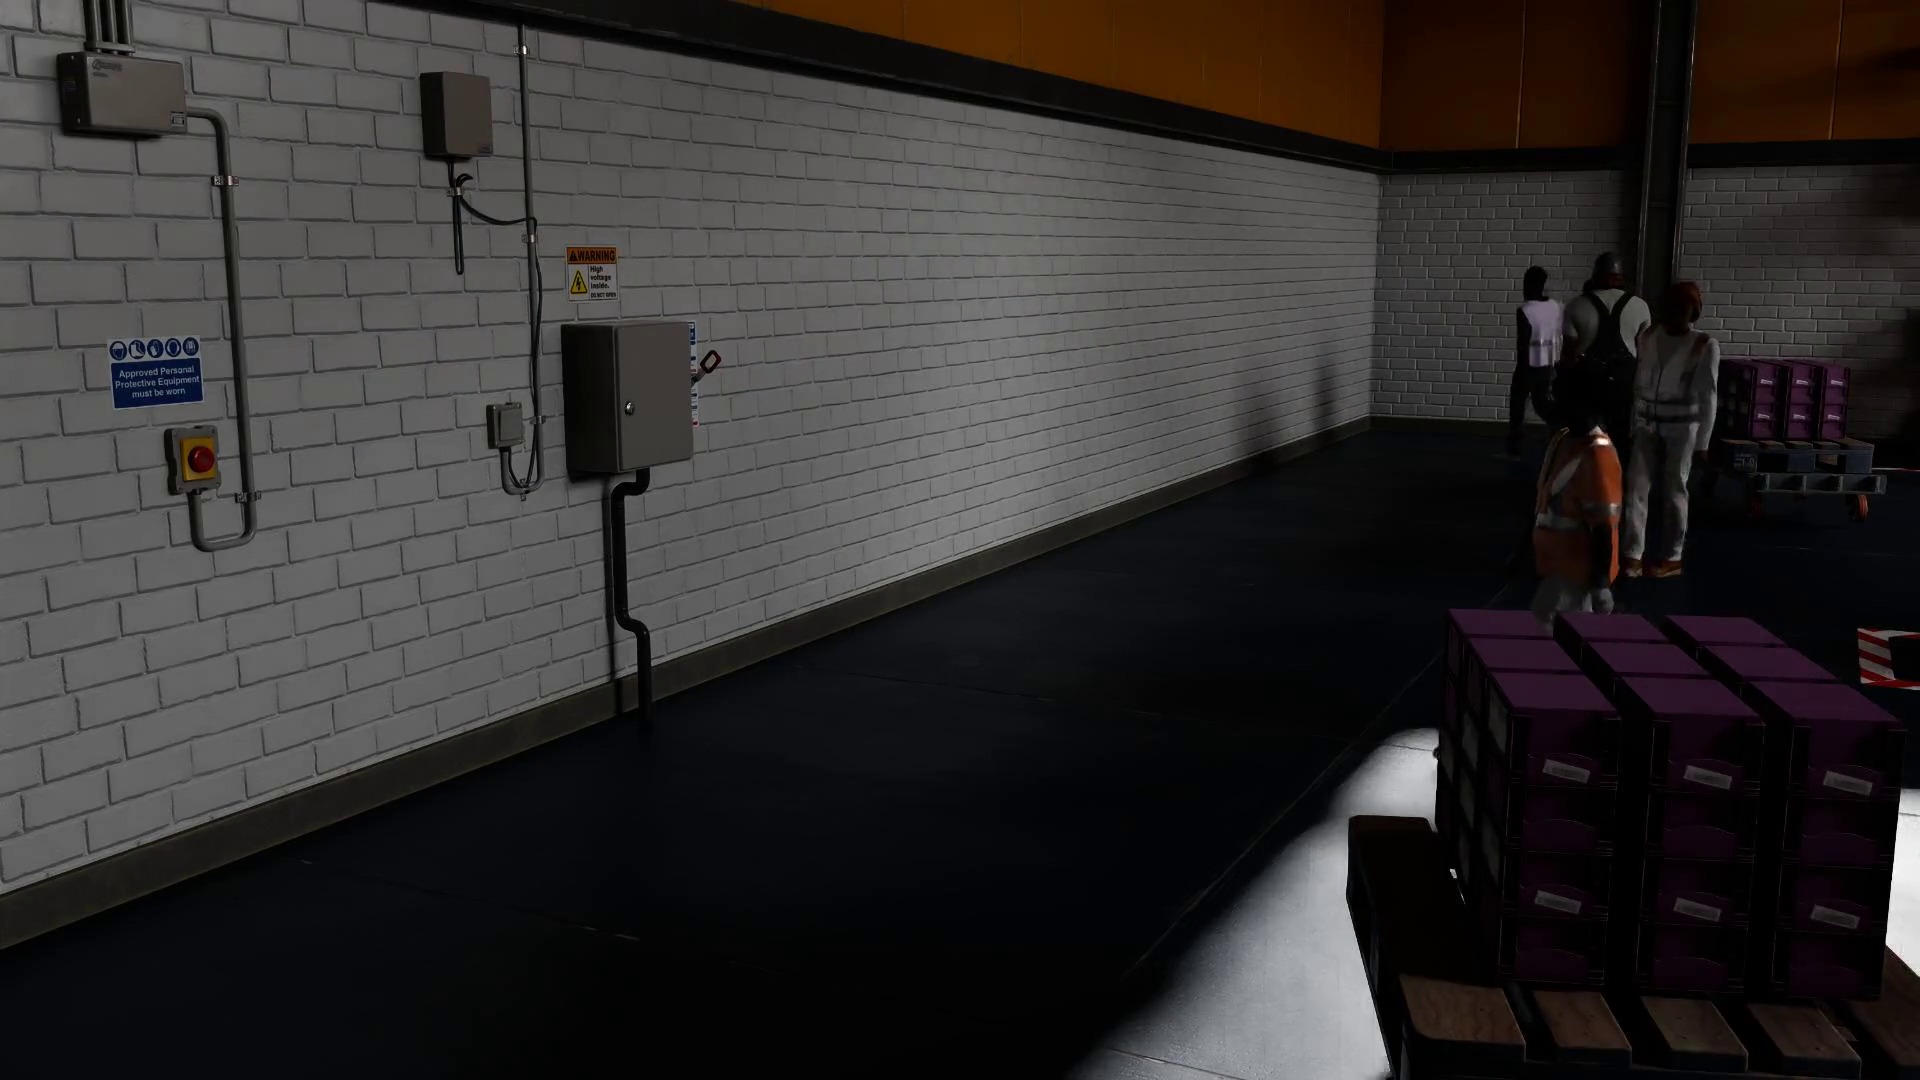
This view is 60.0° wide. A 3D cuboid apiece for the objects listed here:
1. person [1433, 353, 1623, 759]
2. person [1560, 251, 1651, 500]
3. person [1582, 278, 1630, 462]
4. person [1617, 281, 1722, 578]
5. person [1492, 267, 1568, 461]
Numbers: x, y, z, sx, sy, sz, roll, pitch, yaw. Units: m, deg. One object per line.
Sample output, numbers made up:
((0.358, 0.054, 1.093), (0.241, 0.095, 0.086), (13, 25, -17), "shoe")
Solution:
((2.327, 0.108, 6.400), (0.851, 1.647, 0.537), (2, 10, 11), "person")
((5.258, -1.345, 13.662), (0.688, 2.000, 0.536), (2, 10, 9), "person")
((5.428, -1.304, 14.063), (0.434, 1.822, 0.646), (-1, 10, -8), "person")
((4.321, -0.644, 10.151), (0.695, 1.846, 0.611), (-7, 12, -36), "person")
((5.564, -1.674, 15.989), (0.598, 1.900, 0.802), (-6, 12, -32), "person")
